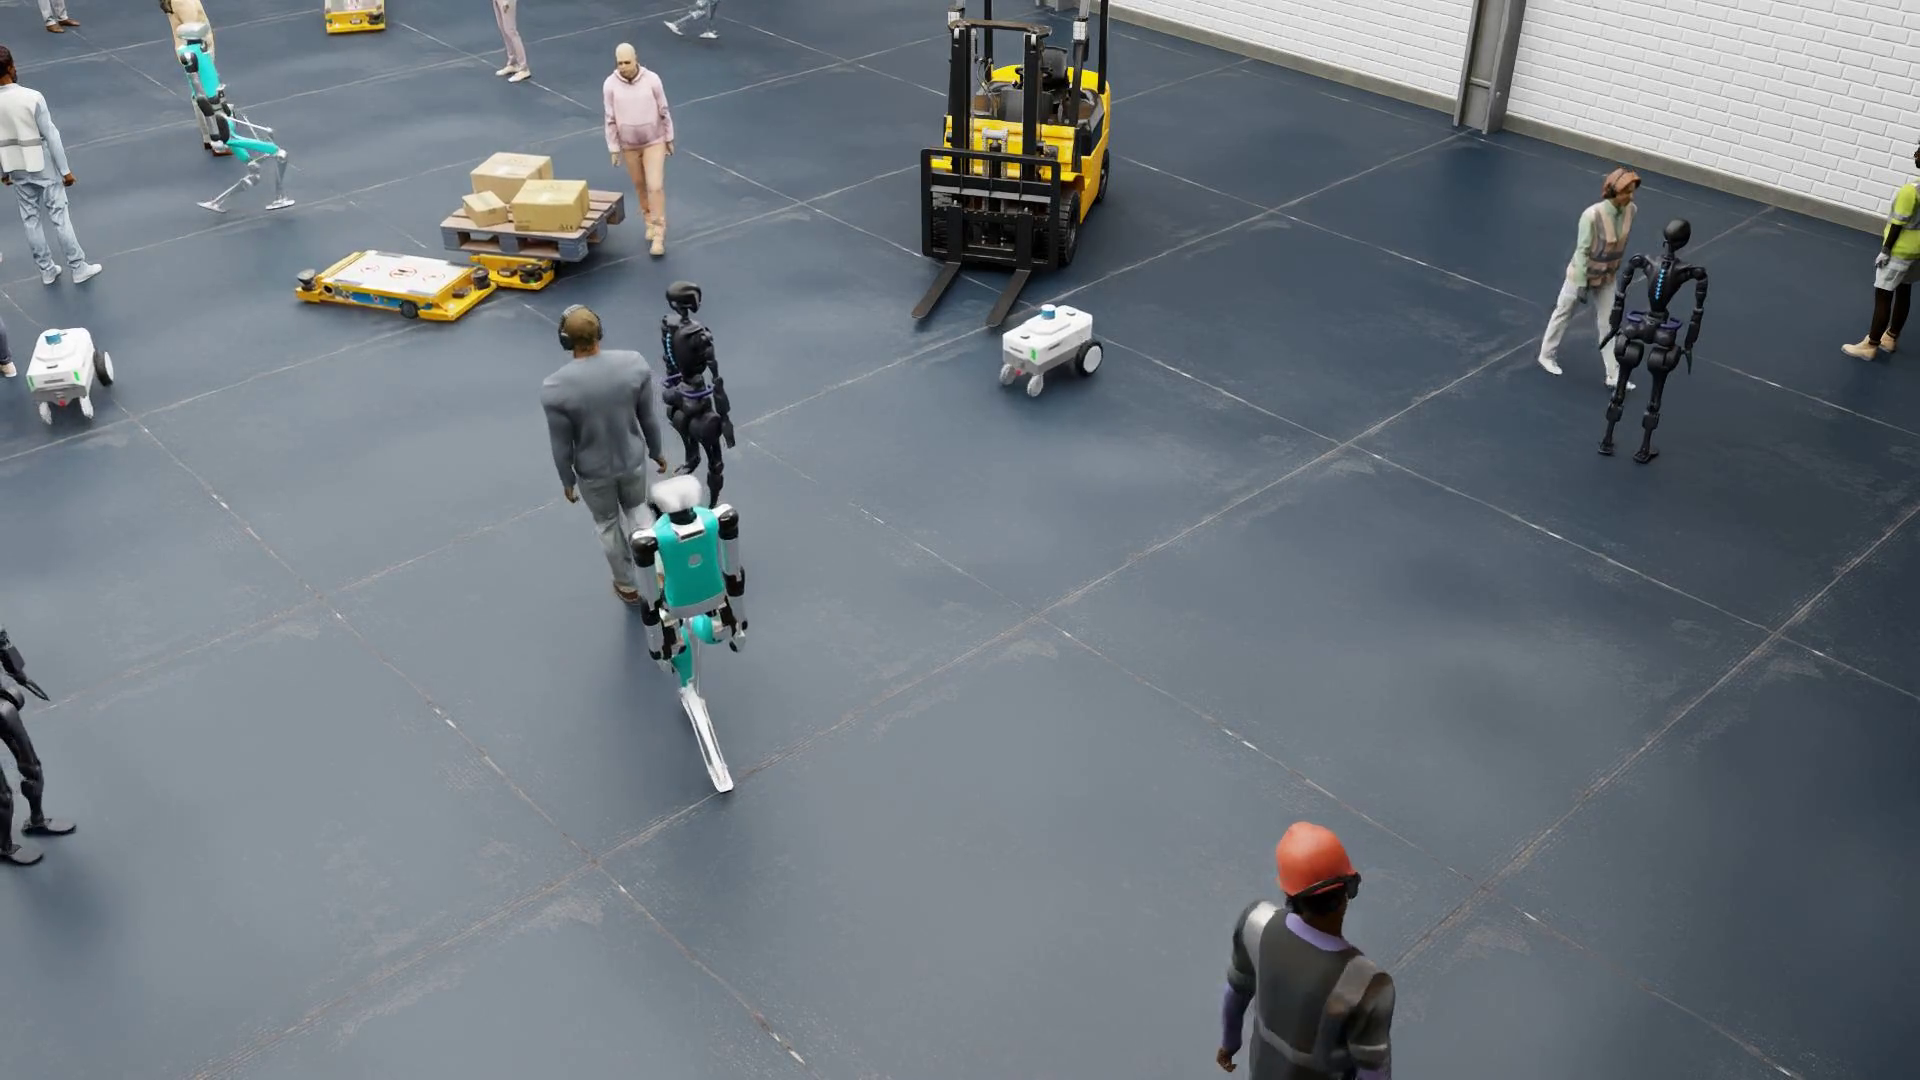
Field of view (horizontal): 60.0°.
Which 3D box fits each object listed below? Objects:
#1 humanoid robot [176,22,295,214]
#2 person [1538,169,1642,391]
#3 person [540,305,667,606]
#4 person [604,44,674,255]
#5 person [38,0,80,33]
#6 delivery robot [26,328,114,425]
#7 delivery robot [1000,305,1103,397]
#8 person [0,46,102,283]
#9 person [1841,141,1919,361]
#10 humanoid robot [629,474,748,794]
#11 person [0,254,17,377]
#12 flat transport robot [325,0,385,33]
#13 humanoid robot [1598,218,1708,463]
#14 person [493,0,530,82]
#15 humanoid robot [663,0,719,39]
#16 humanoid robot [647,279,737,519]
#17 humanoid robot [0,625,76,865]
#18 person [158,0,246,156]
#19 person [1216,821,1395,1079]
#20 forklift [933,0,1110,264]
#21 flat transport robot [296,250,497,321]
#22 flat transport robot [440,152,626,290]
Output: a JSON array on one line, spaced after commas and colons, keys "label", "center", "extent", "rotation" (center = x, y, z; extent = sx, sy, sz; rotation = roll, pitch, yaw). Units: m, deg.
[{"label": "humanoid robot", "center": [-6.229, -3.590, 14.377], "extent": [1.053, 1.748, 0.546], "rotation": [-6, 34, -9]}, {"label": "person", "center": [4.529, -1.814, 11.742], "extent": [0.531, 1.600, 0.834], "rotation": [-14, 35, -20]}, {"label": "person", "center": [-1.940, -0.396, 9.271], "extent": [0.659, 1.916, 0.544], "rotation": [-17, 37, -25]}, {"label": "person", "center": [-2.660, -3.249, 13.812], "extent": [0.537, 1.742, 0.824], "rotation": [-1, 33, -1]}, {"label": "person", "center": [-10.642, -6.751, 19.279], "extent": [0.309, 1.650, 0.471], "rotation": [7, 34, 10]}, {"label": "delivery robot", "center": [-6.345, -1.208, 11.784], "extent": [0.499, 0.613, 0.796], "rotation": [-10, 34, -15]}, {"label": "delivery robot", "center": [0.645, -1.426, 12.098], "extent": [0.499, 0.589, 0.784], "rotation": [27, 42, 35]}, {"label": "person", "center": [-7.375, -2.955, 13.204], "extent": [0.588, 1.919, 0.393], "rotation": [0, 33, 0]}, {"label": "person", "center": [6.895, -2.130, 12.142], "extent": [0.534, 1.693, 0.318], "rotation": [-20, 38, -27]}, {"label": "humanoid robot", "center": [-1.390, 0.365, 8.298], "extent": [0.553, 1.757, 1.036], "rotation": [-17, 37, -24]}, {"label": "person", "center": [-7.125, -1.935, 11.681], "extent": [0.423, 1.867, 0.798], "rotation": [19, 38, 27]}, {"label": "flat transport robot", "center": [-7.267, -6.384, 19.986], "extent": [0.659, 0.231, 1.431], "rotation": [-9, 34, -14]}, {"label": "humanoid robot", "center": [4.511, -1.316, 10.892], "extent": [0.599, 1.657, 0.315], "rotation": [19, 38, 27]}, {"label": "person", "center": [-4.908, -5.789, 17.706], "extent": [0.361, 1.755, 0.546], "rotation": [-20, 38, -28]}, {"label": "humanoid robot", "center": [-2.998, -6.437, 18.737], "extent": [1.044, 1.734, 0.563], "rotation": [16, 36, 23]}, {"label": "humanoid robot", "center": [-1.664, -0.793, 10.109], "extent": [0.584, 1.635, 0.536], "rotation": [28, 42, 36]}, {"label": "humanoid robot", "center": [-4.516, 0.773, 7.692], "extent": [0.318, 1.642, 0.610], "rotation": [4, 33, 6]}, {"label": "person", "center": [-7.231, -4.577, 15.737], "extent": [0.409, 1.877, 0.554], "rotation": [-22, 39, -30]}, {"label": "person", "center": [1.177, 1.859, 5.755], "extent": [0.600, 1.988, 0.678], "rotation": [-21, 39, -29]}, {"label": "forklift", "center": [0.570, -3.725, 14.138], "extent": [1.214, 2.155, 2.313], "rotation": [9, 34, 13]}, {"label": "flat transport robot", "center": [-4.516, -2.044, 13.314], "extent": [1.431, 0.231, 0.659], "rotation": [10, 34, 15]}, {"label": "flat transport robot", "center": [-3.547, -2.486, 13.995], "extent": [0.659, 0.231, 1.431], "rotation": [7, 34, 11]}]
